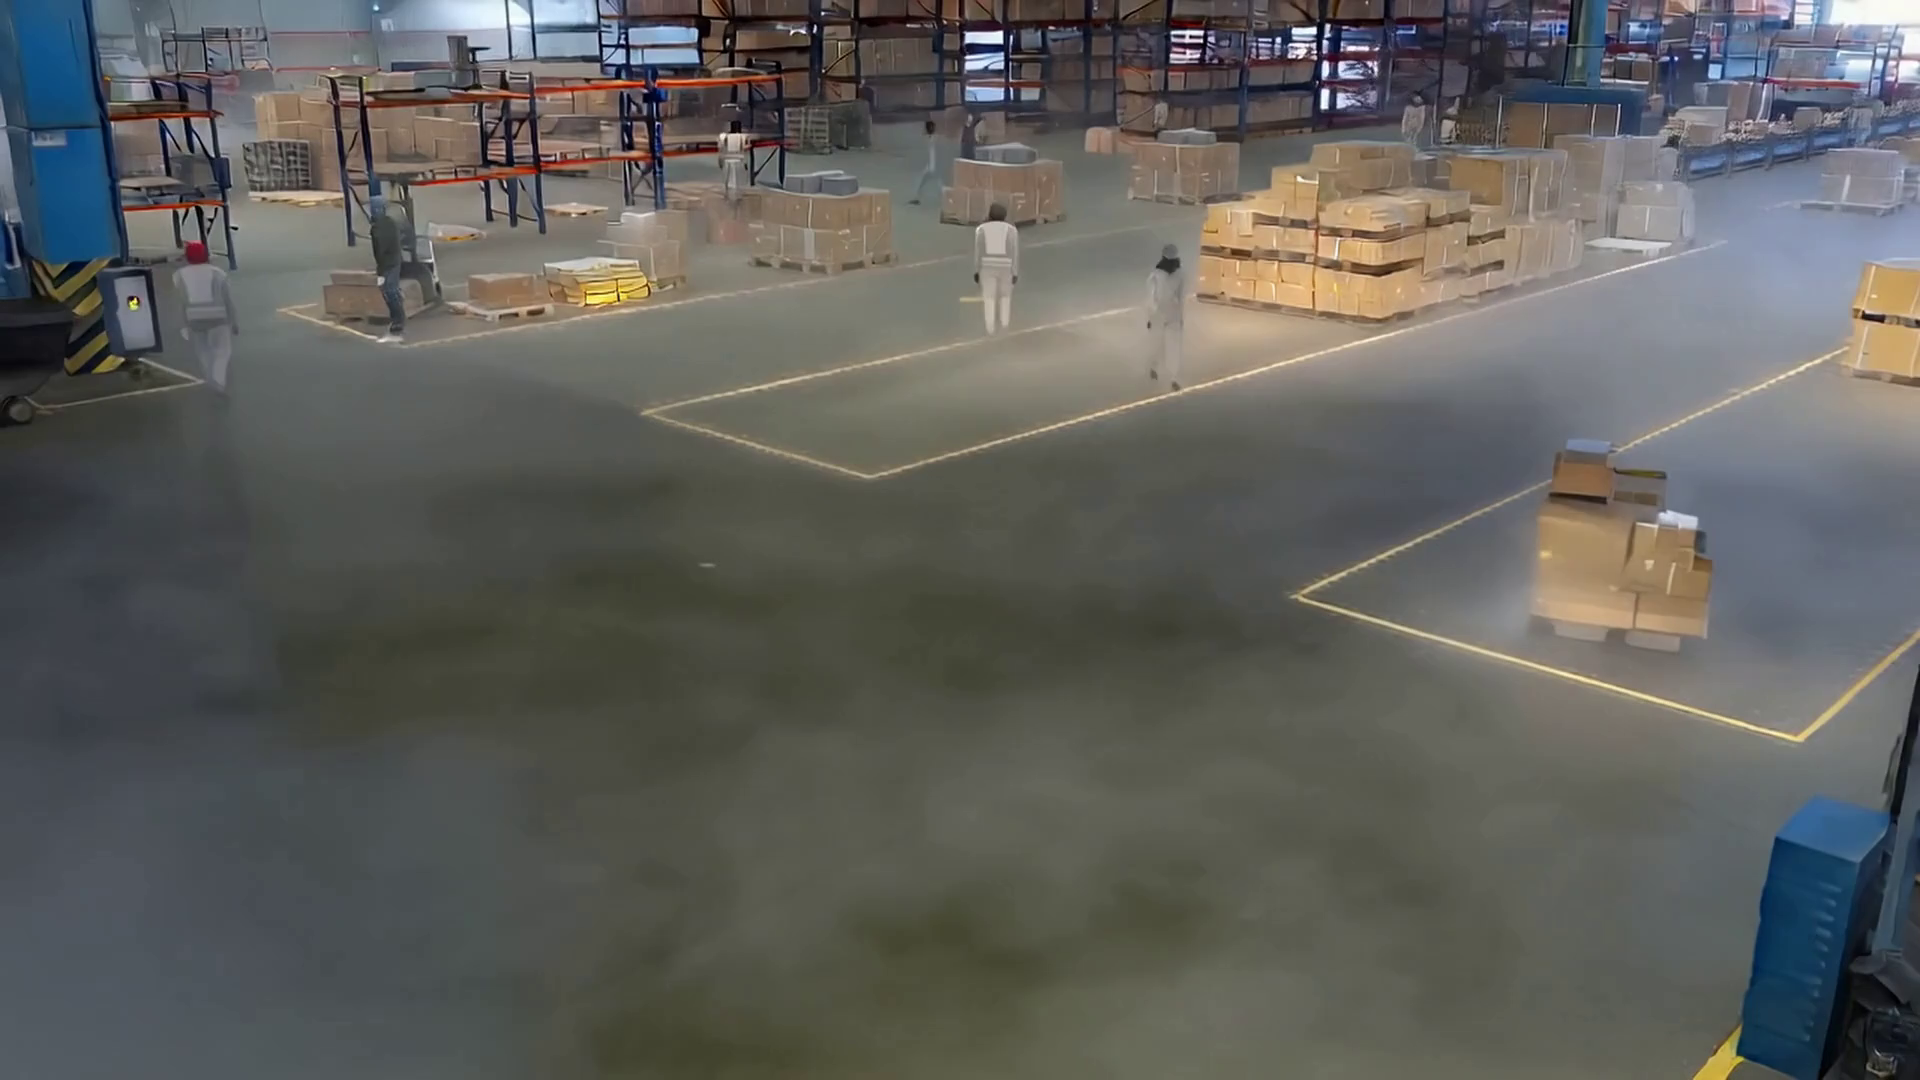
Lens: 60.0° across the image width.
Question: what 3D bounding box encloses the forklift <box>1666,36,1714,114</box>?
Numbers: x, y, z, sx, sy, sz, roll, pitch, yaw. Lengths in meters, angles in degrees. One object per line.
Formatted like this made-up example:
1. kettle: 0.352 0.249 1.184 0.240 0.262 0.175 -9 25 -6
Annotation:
1. forklift: 27.341 -17.291 61.877 1.129 2.768 1.873 17 25 41

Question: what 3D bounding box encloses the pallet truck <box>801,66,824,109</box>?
1. pallet truck: -4.812 -15.182 56.903 0.823 1.965 1.885 -9 21 -26

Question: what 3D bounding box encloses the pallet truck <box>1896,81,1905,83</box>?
1. pallet truck: 34.802 -16.331 61.455 0.653 1.274 1.630 17 25 41

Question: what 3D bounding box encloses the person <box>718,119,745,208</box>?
1. person: -4.896 -8.077 35.695 0.574 1.876 0.356 -6 19 -17

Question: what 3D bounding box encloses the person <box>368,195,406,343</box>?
1. person: -7.618 -3.599 22.097 0.373 1.940 0.630 -2 18 -5

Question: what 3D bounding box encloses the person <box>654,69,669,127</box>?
1. person: -10.125 -14.990 56.467 0.588 1.911 0.396 9 20 24

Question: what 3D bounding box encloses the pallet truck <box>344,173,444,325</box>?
1. pallet truck: -8.209 -4.181 23.757 0.823 1.965 1.885 3 19 9

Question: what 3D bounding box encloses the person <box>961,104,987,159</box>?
1. person: 0.219 -8.972 38.124 0.833 2.000 0.711 -15 24 -39

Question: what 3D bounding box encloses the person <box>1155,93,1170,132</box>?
1. person: 5.774 -11.932 47.581 0.318 1.696 0.537 16 24 39

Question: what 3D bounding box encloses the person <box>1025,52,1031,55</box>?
1. person: 3.068 -21.374 75.696 0.408 1.913 0.641 14 23 35

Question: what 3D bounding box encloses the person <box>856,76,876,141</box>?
1. person: -2.879 -13.157 50.817 0.639 1.980 0.574 -5 19 -13

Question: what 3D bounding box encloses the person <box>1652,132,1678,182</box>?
1. person: 13.723 -7.013 32.454 0.594 1.905 0.714 -8 20 -23

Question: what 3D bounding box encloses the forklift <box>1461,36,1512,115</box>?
1. forklift: 19.851 -17.236 61.712 1.873 2.768 1.129 16 24 40

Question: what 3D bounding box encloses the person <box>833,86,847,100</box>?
1. person: -3.821 -13.522 52.523 0.532 1.605 0.600 -17 25 -42

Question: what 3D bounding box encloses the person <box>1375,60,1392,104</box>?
1. person: 17.071 -18.382 66.871 0.637 1.798 0.625 -9 20 -24

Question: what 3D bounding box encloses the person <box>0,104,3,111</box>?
1. person: -25.776 -11.237 45.186 0.931 1.890 0.548 14 23 37

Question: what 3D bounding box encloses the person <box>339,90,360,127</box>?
1. person: -16.292 -11.005 44.410 0.372 1.940 0.627 12 22 31

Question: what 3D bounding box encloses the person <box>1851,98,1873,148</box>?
1. person: 24.987 -11.412 46.114 0.507 1.631 0.268 -1 18 -2

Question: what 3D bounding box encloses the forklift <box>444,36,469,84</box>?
1. forklift: -18.776 -17.499 62.503 1.129 2.768 1.873 17 25 41

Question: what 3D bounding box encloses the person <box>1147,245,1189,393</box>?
1. person: 2.429 -2.653 19.632 0.499 1.693 0.911 -2 18 -6

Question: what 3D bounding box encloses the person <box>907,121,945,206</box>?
1. person: -0.617 -8.138 35.971 1.000 1.816 0.545 5 19 14

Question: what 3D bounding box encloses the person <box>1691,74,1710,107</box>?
1. person: 26.080 -15.596 58.677 0.550 1.648 0.850 16 24 40

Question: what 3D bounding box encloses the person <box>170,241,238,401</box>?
1. person: -8.539 -2.460 18.845 0.636 1.827 0.697 -3 19 -10

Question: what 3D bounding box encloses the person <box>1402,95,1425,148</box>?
1. person: 12.283 -11.188 45.212 0.589 1.788 0.865 2 18 5

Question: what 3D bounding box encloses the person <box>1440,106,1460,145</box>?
1. person: 11.425 -9.150 38.848 0.398 1.929 0.542 -9 20 -26

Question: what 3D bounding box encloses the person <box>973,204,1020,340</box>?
1. person: 0.490 -3.618 22.384 0.635 1.800 0.870 2 18 6
